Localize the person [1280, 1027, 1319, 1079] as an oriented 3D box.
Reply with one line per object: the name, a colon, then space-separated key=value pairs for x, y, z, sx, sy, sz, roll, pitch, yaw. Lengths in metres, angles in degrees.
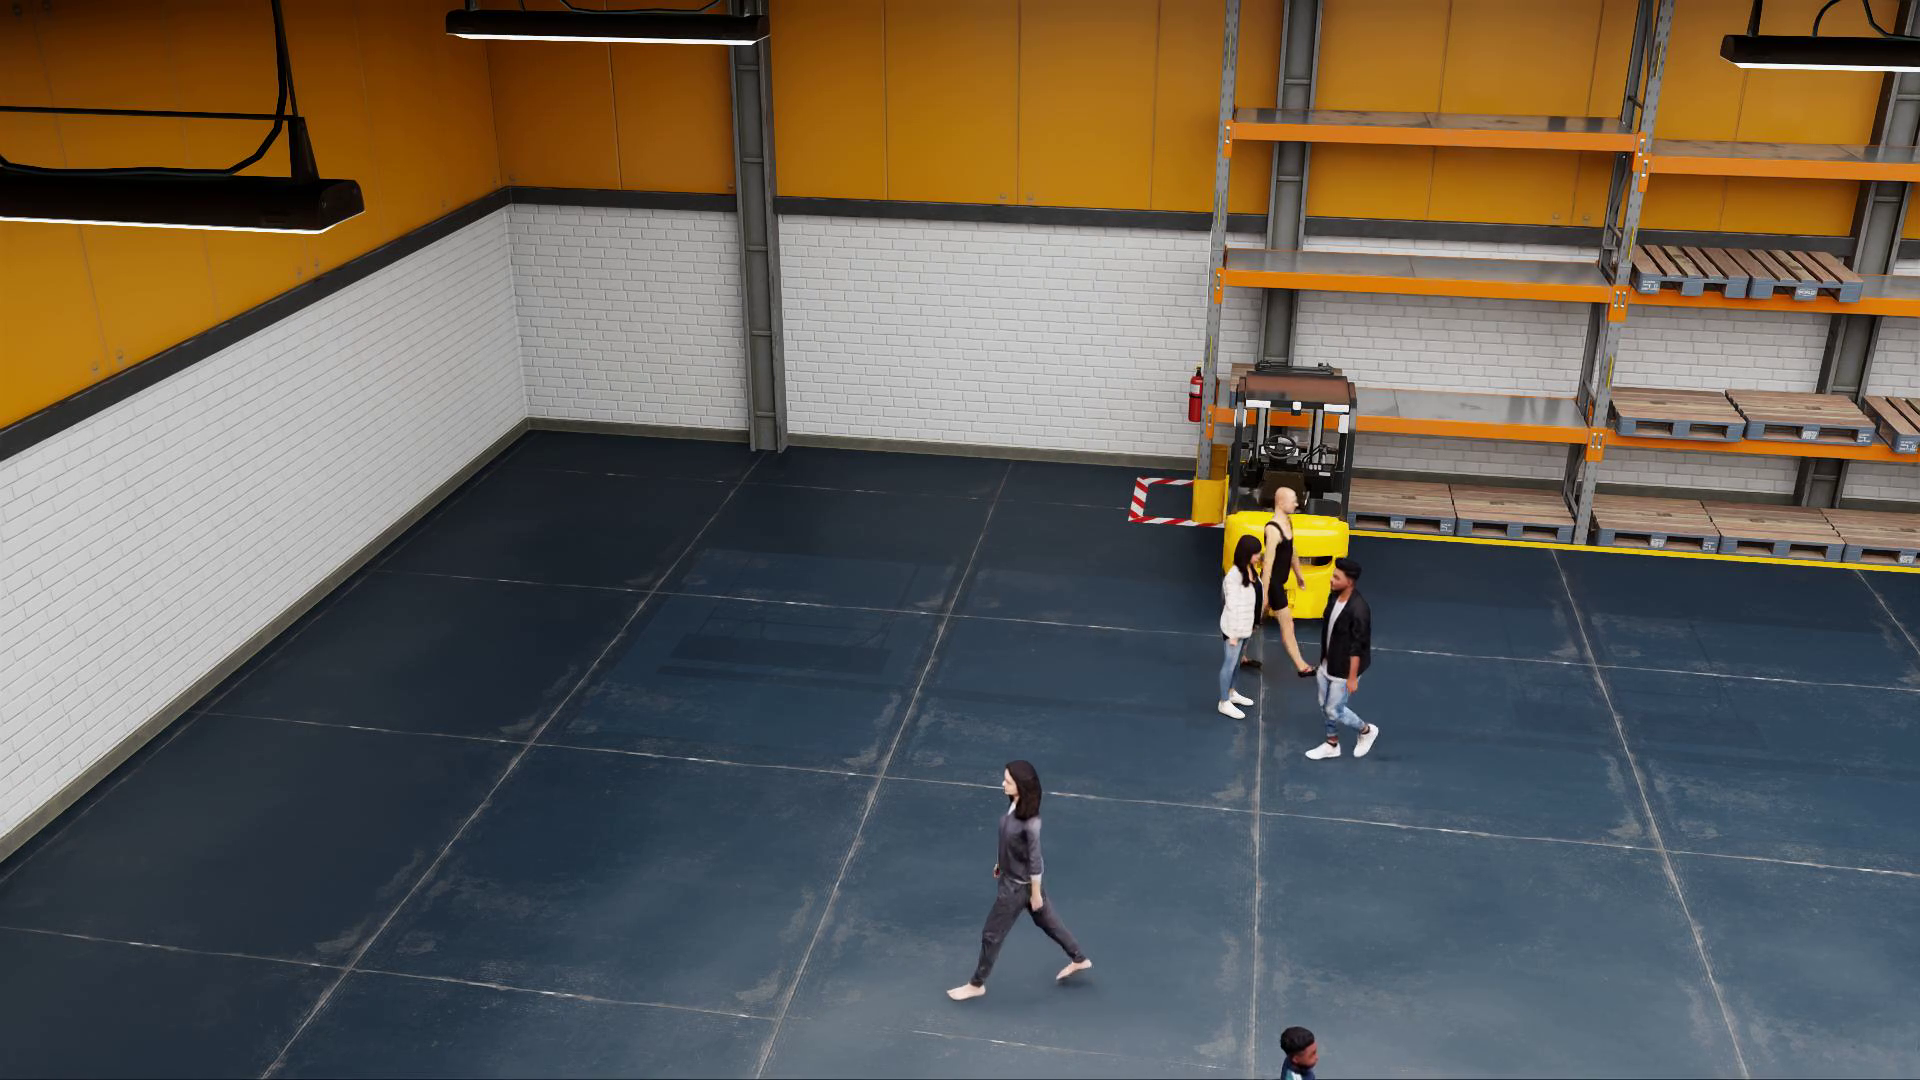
person: x=1.750 y=3.160 z=9.010 sx=0.884 sy=1.236 sz=0.582 roll=8 pitch=25 yaw=17

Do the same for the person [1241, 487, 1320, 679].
person: x=2.686 y=0.373 z=14.717 sx=1.133 sy=1.773 sz=0.806 roll=8 pitch=25 yaw=18

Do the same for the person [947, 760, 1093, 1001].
person: x=0.490 y=2.182 z=10.653 sx=1.262 sy=1.713 sz=0.863 roll=-4 pitch=24 yaw=-8

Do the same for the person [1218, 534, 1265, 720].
person: x=2.363 y=0.705 z=14.128 sx=0.650 sy=1.635 sz=0.681 roll=12 pitch=26 yaw=25

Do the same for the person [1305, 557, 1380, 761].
person: x=3.139 y=0.973 z=13.314 sx=0.937 sy=1.796 sz=0.866 roll=-6 pitch=24 yaw=-13
